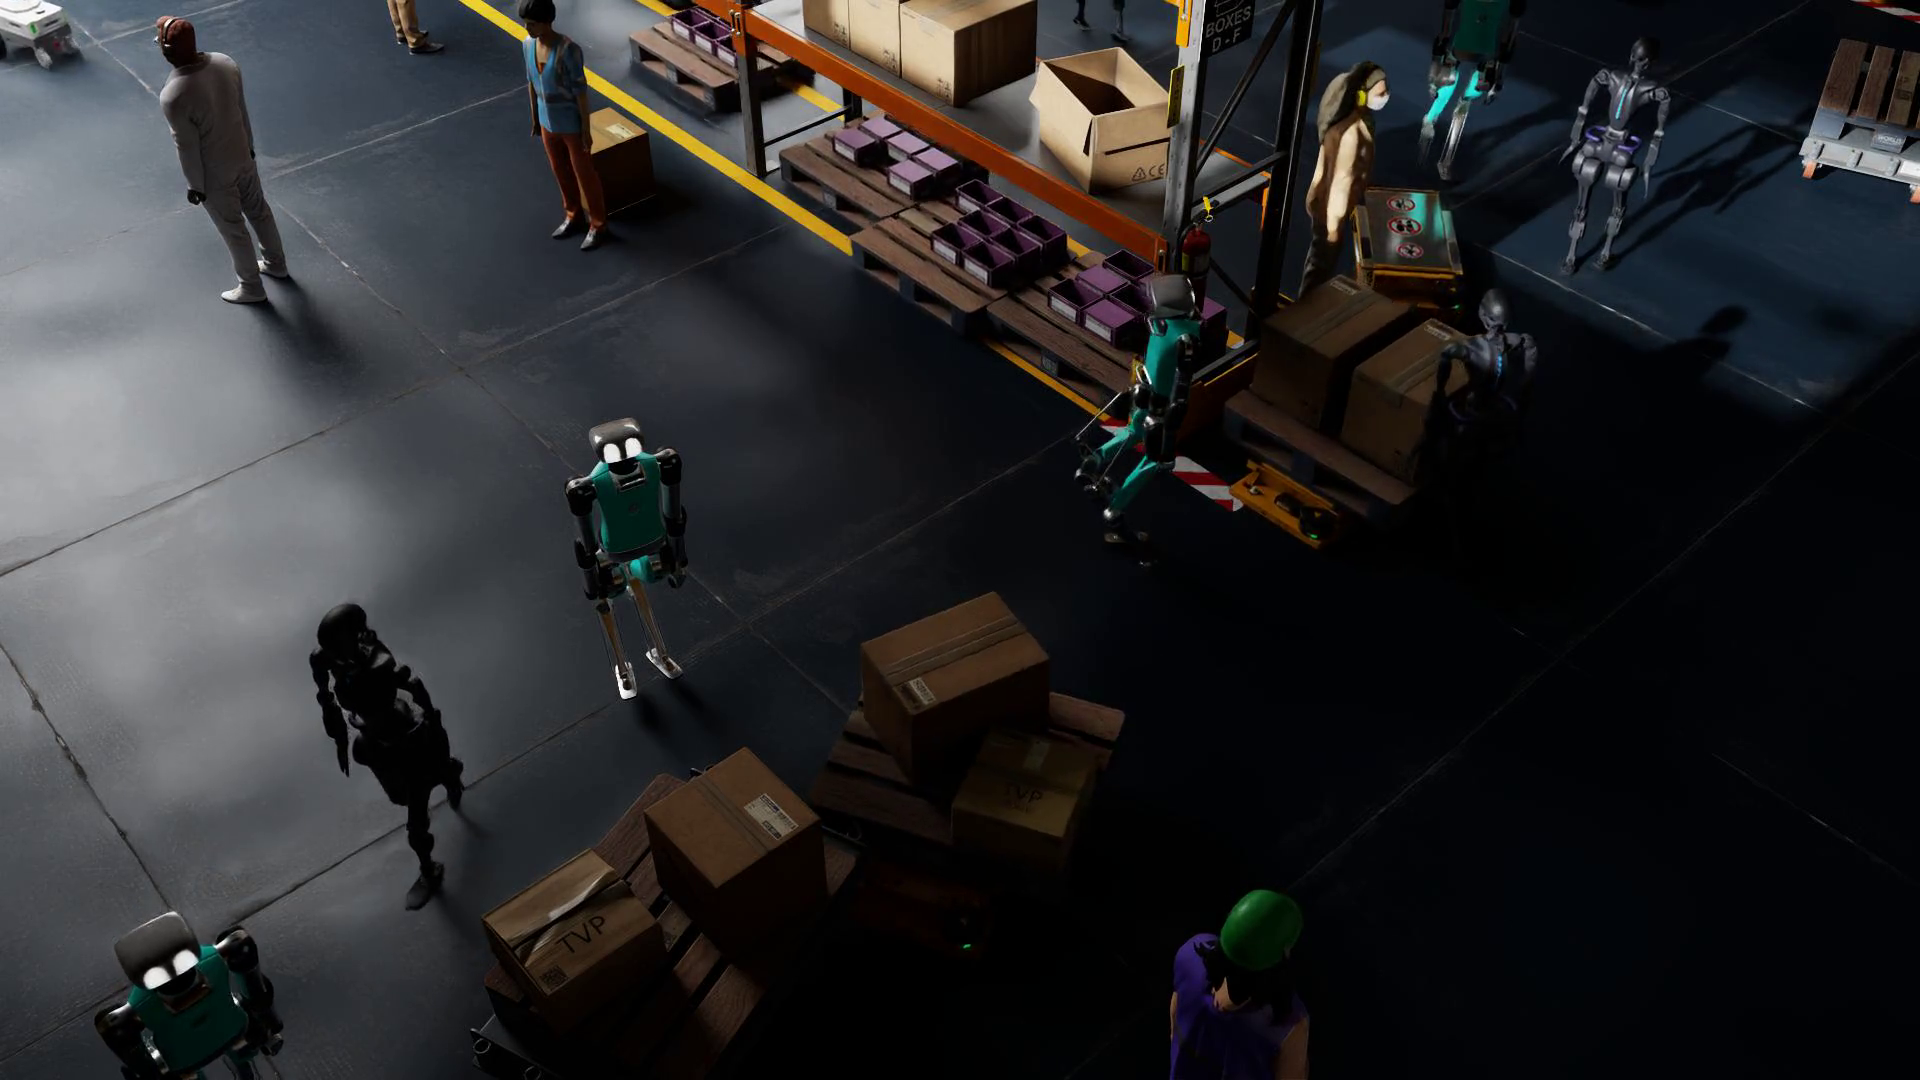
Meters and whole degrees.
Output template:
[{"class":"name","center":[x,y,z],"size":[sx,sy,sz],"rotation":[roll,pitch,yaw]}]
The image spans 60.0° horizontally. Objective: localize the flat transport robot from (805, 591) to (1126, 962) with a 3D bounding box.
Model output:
[{"class":"flat transport robot","center":[0.020,1.250,7.736],"size":[0.659,0.231,1.431],"rotation":[14,45,15]}]

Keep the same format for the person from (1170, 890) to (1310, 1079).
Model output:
[{"class":"person","center":[0.953,1.866,5.837],"size":[0.533,1.933,0.409],"rotation":[33,52,31]}]

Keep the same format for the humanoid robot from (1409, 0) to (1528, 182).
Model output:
[{"class":"humanoid robot","center":[3.523,-3.242,11.611],"size":[0.532,1.872,0.739],"rotation":[9,43,10]}]

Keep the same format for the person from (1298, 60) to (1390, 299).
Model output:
[{"class":"person","center":[2.296,-2.059,10.160],"size":[0.391,1.869,0.558],"rotation":[14,44,15]}]

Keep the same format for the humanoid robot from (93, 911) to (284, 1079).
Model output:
[{"class":"humanoid robot","center":[-2.807,1.808,6.085],"size":[0.872,1.797,0.530],"rotation":[33,52,31]}]

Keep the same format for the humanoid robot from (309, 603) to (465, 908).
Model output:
[{"class":"humanoid robot","center":[-2.397,0.828,7.176],"size":[0.610,1.632,0.691],"rotation":[11,44,11]}]

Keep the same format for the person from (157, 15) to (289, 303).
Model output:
[{"class":"person","center":[-4.680,-2.382,10.478],"size":[0.411,1.908,0.640],"rotation":[11,44,12]}]

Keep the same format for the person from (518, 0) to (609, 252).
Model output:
[{"class":"person","center":[-2.639,-2.760,10.999],"size":[0.501,1.759,0.339],"rotation":[21,47,21]}]

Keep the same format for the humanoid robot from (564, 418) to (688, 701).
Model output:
[{"class":"humanoid robot","center":[-1.611,0.013,7.898],"size":[0.533,1.677,0.735],"rotation":[-21,47,-22]}]

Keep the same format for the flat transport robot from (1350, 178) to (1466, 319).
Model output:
[{"class":"flat transport robot","center":[3.007,-1.988,11.257],"size":[0.659,0.231,1.431],"rotation":[4,43,5]}]

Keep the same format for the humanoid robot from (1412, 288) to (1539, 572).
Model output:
[{"class":"humanoid robot","center":[2.718,-0.558,8.694],"size":[0.602,1.645,0.635],"rotation":[-6,43,-6]}]

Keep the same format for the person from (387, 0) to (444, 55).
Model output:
[{"class":"person","center":[-4.461,-4.724,13.134],"size":[0.326,1.752,0.560],"rotation":[-24,48,-24]}]

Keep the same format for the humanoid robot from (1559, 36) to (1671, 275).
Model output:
[{"class":"humanoid robot","center":[4.203,-2.485,10.757],"size":[0.612,1.655,0.372],"rotation":[26,49,26]}]

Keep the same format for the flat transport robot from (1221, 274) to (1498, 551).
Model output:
[{"class":"flat transport robot","center":[2.274,-0.476,9.612],"size":[1.431,0.231,0.659],"rotation":[-32,51,-30]}]

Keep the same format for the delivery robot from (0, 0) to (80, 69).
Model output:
[{"class":"delivery robot","center":[-7.550,-4.170,13.431],"size":[0.814,0.611,0.499],"rotation":[22,47,22]}]

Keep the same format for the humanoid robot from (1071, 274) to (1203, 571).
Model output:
[{"class":"humanoid robot","center":[0.854,-0.564,8.622],"size":[0.672,1.792,0.551],"rotation":[-7,43,-8]}]

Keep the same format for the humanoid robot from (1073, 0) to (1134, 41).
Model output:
[{"class":"humanoid robot","center":[1.152,-4.803,13.296],"size":[0.602,1.629,0.720],"rotation":[-15,45,-16]}]
